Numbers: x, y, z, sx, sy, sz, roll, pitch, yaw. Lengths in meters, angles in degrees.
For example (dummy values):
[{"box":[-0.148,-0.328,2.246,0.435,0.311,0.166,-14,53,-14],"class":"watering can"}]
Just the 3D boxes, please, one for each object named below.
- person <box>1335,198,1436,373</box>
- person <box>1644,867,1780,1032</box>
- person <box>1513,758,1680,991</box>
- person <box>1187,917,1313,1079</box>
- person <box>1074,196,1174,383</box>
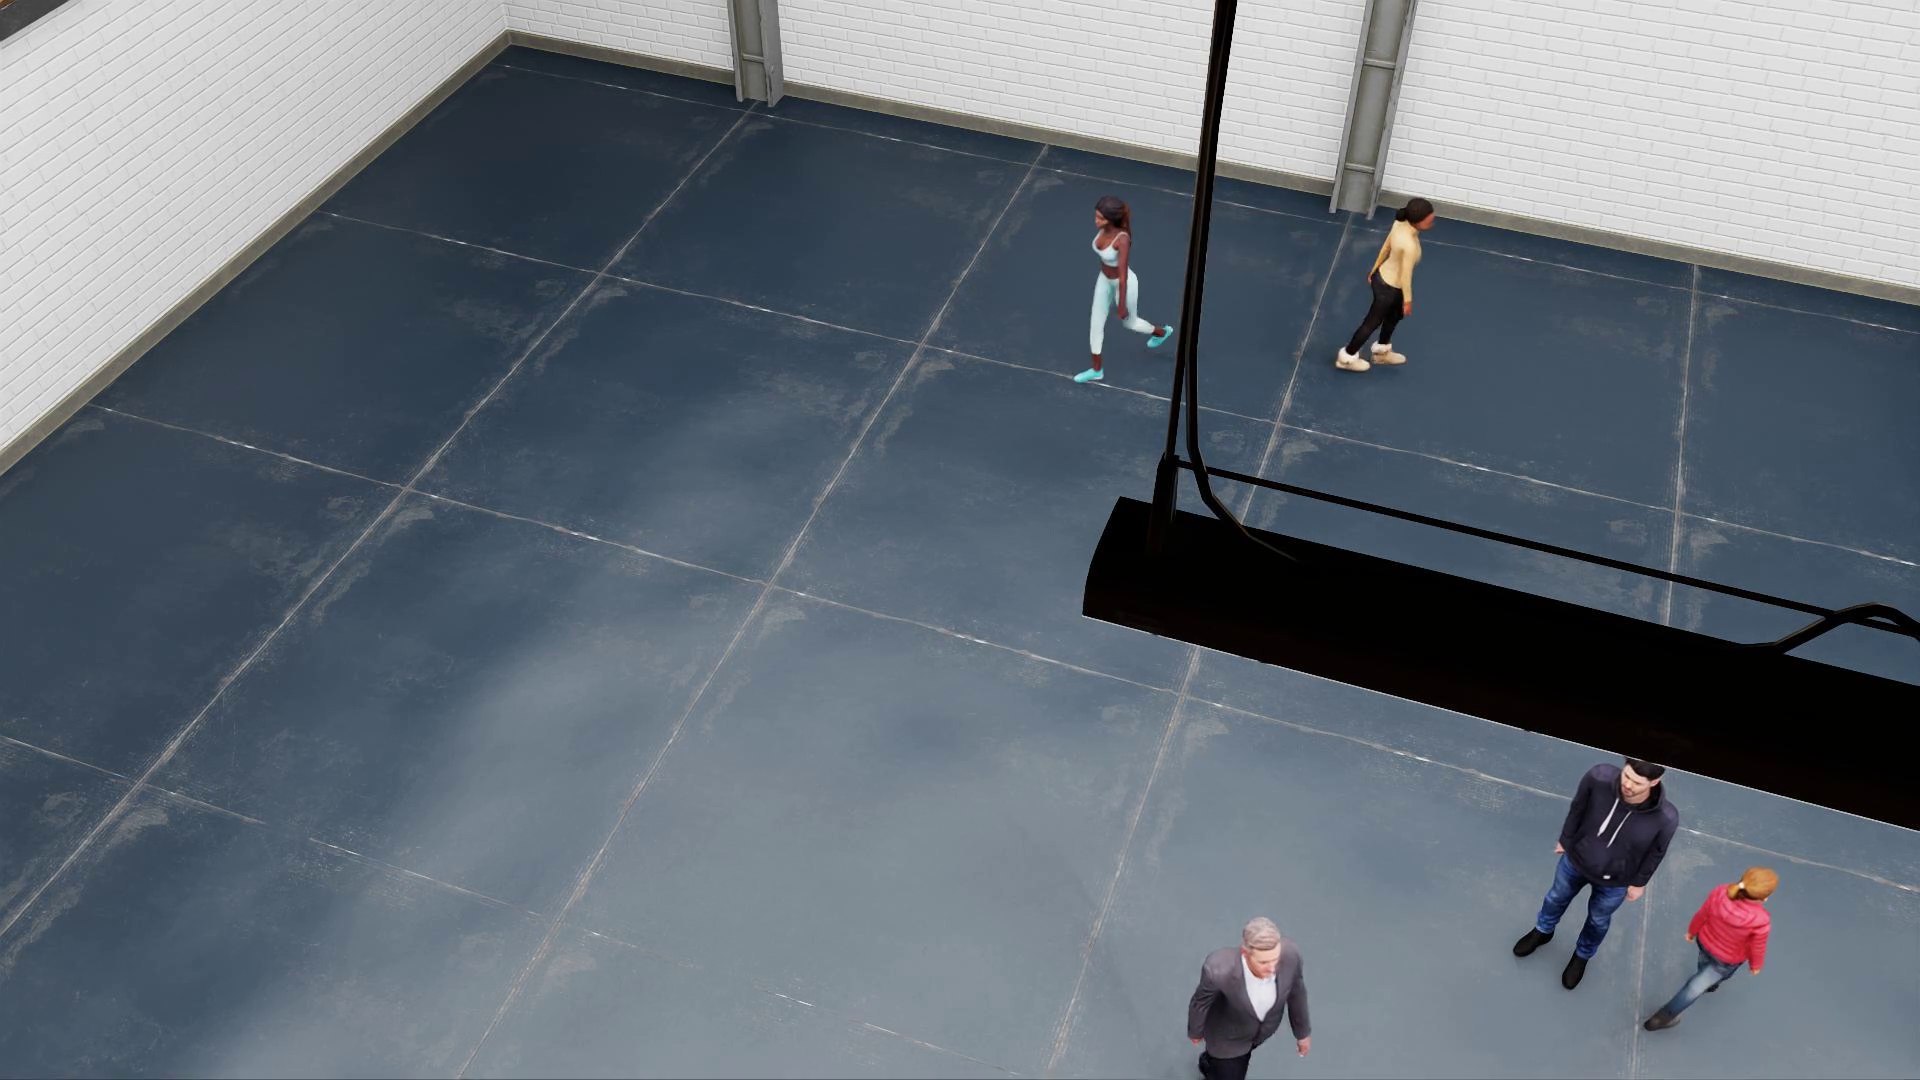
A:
[{"box":[3.277,-1.986,13.010,0.871,1.623,0.719,-2,44,-2],"class":"person"},{"box":[3.986,2.209,8.855,0.949,1.281,0.898,-19,47,-19],"class":"person"},{"box":[3.456,1.715,8.930,0.660,1.893,0.809,34,53,30],"class":"person"},{"box":[1.374,2.363,8.315,1.163,1.803,1.207,-17,46,-17],"class":"person"},{"box":[1.294,-1.979,12.965,1.095,1.676,1.080,-20,47,-20],"class":"person"}]
